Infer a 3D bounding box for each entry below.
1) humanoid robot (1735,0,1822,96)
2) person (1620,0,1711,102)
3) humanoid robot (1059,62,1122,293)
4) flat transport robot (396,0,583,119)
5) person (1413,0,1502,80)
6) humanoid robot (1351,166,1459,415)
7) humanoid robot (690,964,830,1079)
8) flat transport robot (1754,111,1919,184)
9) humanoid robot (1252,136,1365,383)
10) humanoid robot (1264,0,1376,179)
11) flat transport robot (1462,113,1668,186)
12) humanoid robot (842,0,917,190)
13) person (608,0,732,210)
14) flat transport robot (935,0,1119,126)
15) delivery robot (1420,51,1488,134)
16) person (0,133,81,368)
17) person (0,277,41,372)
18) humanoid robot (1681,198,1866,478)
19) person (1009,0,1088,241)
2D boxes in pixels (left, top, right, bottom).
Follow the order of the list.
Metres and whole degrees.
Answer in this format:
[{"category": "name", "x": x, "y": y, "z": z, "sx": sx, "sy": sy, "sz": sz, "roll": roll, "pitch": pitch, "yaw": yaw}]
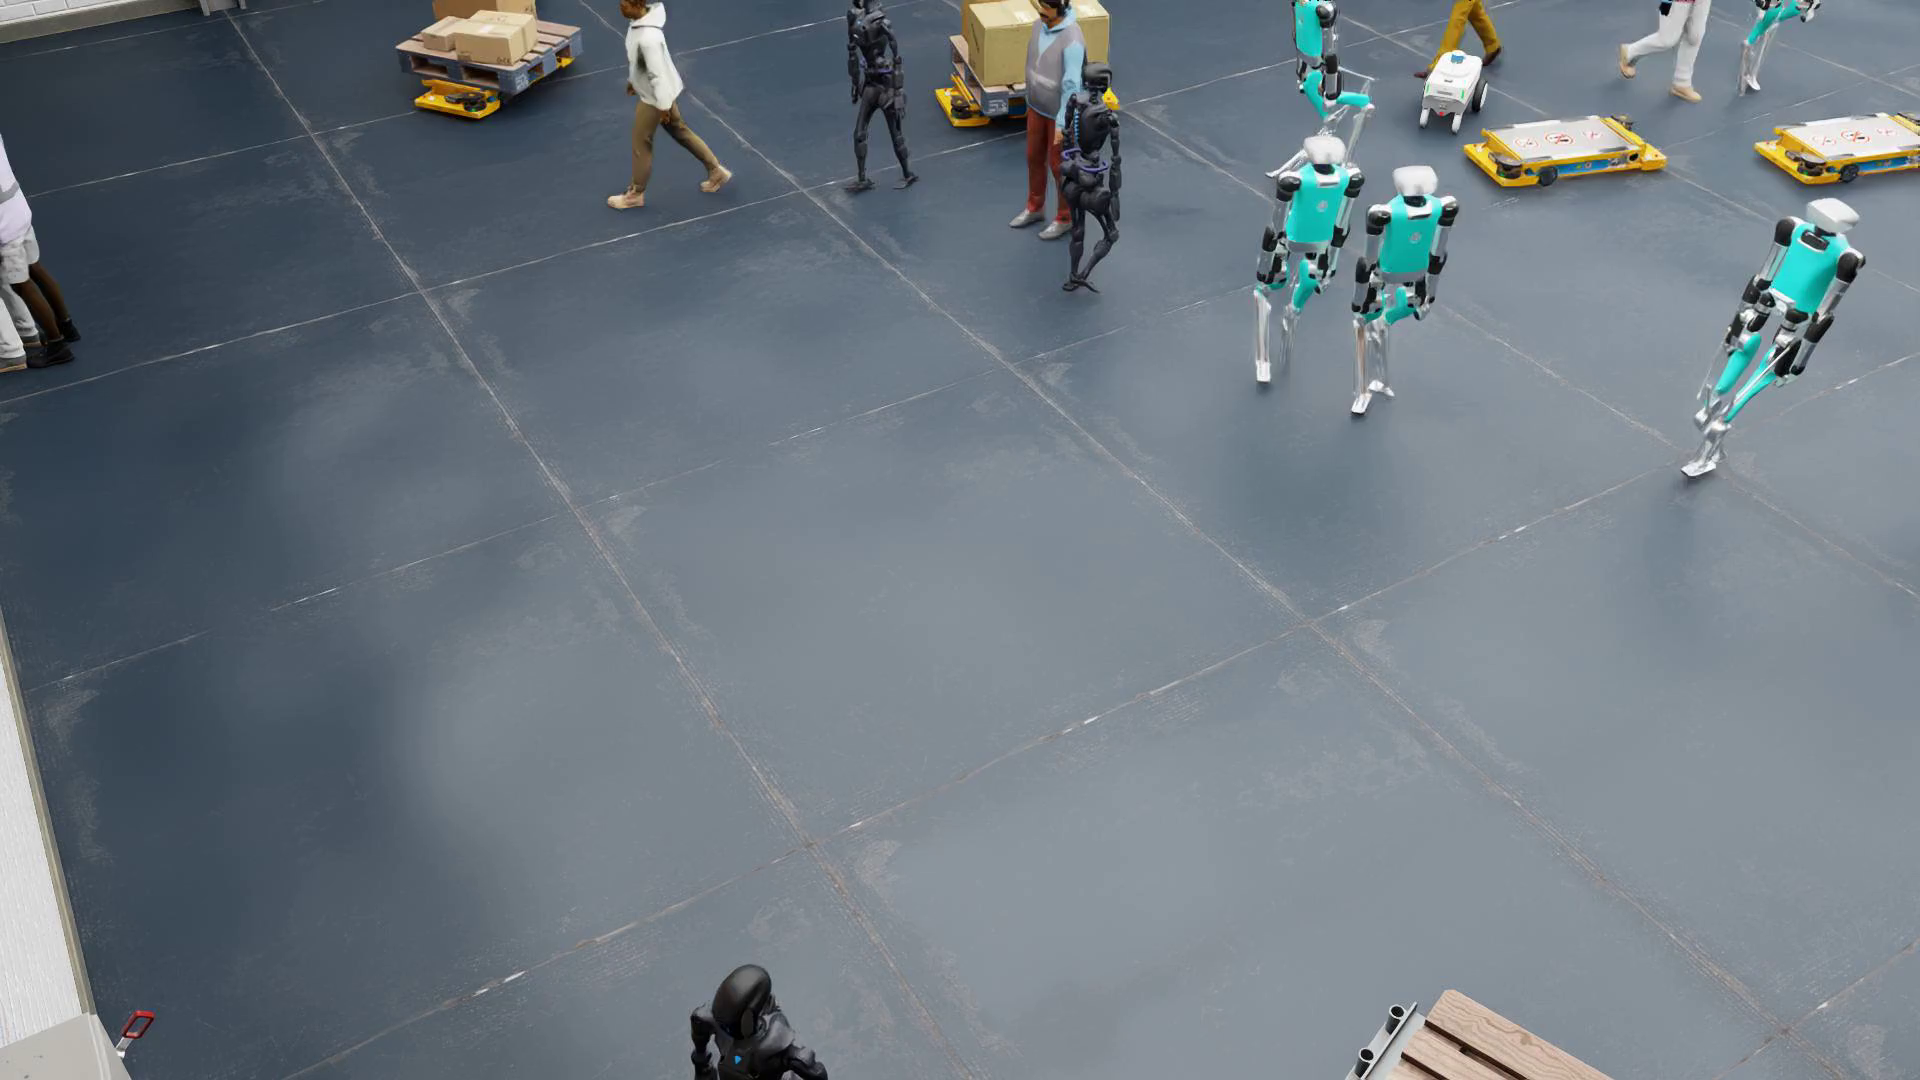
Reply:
[{"category": "humanoid robot", "x": 6.841, "y": -4.511, "z": 13.862, "sx": 0.541, "sy": 1.839, "sz": 0.837, "roll": 2, "pitch": 38, "yaw": 2}, {"category": "person", "x": 5.998, "y": -4.577, "z": 13.826, "sx": 0.648, "sy": 1.807, "sz": 0.642, "roll": -17, "pitch": 42, "yaw": -21}, {"category": "humanoid robot", "x": 0.853, "y": -2.435, "z": 11.230, "sx": 0.364, "sy": 1.653, "sz": 0.590, "roll": -25, "pitch": 45, "yaw": -28}, {"category": "flat transport robot", "x": -4.008, "y": -4.036, "z": 14.384, "sx": 0.659, "sy": 0.231, "sz": 1.431, "roll": 15, "pitch": 41, "yaw": 18}, {"category": "person", "x": 4.422, "y": -4.847, "z": 14.245, "sx": 0.908, "sy": 1.705, "sz": 0.543, "roll": -12, "pitch": 40, "yaw": -14}, {"category": "humanoid robot", "x": 2.549, "y": -1.534, "z": 10.059, "sx": 0.592, "sy": 1.794, "sz": 0.827, "roll": -6, "pitch": 39, "yaw": -7}, {"category": "humanoid robot", "x": -0.618, "y": 1.979, "z": 5.666, "sx": 0.596, "sy": 1.645, "sz": 0.349, "roll": 16, "pitch": 41, "yaw": 19}, {"category": "flat transport robot", "x": 7.151, "y": -3.118, "z": 13.225, "sx": 1.431, "sy": 0.231, "sz": 0.659, "roll": -9, "pitch": 39, "yaw": -12}, {"category": "humanoid robot", "x": 2.039, "y": -1.700, "z": 10.348, "sx": 0.559, "sy": 1.895, "sz": 0.728, "roll": -8, "pitch": 39, "yaw": -10}, {"category": "humanoid robot", "x": 2.829, "y": -3.478, "z": 12.528, "sx": 1.021, "sy": 1.731, "sz": 0.533, "roll": -13, "pitch": 40, "yaw": -16}, {"category": "flat transport robot", "x": 4.799, "y": -3.089, "z": 13.190, "sx": 1.431, "sy": 0.231, "sz": 0.659, "roll": -9, "pitch": 39, "yaw": -11}, {"category": "humanoid robot", "x": -0.622, "y": -3.392, "z": 12.465, "sx": 0.591, "sy": 1.651, "sz": 0.614, "roll": -31, "pitch": 48, "yaw": -33}, {"category": "person", "x": -2.189, "y": -3.269, "z": 12.244, "sx": 0.914, "sy": 1.723, "sz": 0.518, "roll": -6, "pitch": 39, "yaw": -7}, {"category": "flat transport robot", "x": 0.560, "y": -3.764, "z": 14.041, "sx": 1.431, "sy": 0.231, "sz": 0.659, "roll": -9, "pitch": 39, "yaw": -11}, {"category": "delivery robot", "x": 4.089, "y": -3.769, "z": 13.815, "sx": 0.499, "sy": 0.592, "sz": 0.774, "roll": 16, "pitch": 41, "yaw": 19}, {"category": "person", "x": -6.060, "y": -1.988, "z": 10.470, "sx": 0.397, "sy": 1.926, "sz": 0.551, "roll": -6, "pitch": 39, "yaw": -8}, {"category": "person", "x": -6.255, "y": -1.946, "z": 10.457, "sx": 0.341, "sy": 1.875, "sz": 0.575, "roll": -5, "pitch": 39, "yaw": -6}, {"category": "humanoid robot", "x": 4.466, "y": -1.044, "z": 9.437, "sx": 0.833, "sy": 1.765, "sz": 0.544, "roll": -19, "pitch": 42, "yaw": -22}, {"category": "person", "x": 0.659, "y": -3.057, "z": 11.856, "sx": 0.459, "sy": 1.874, "sz": 0.556, "roll": -24, "pitch": 44, "yaw": -27}]
